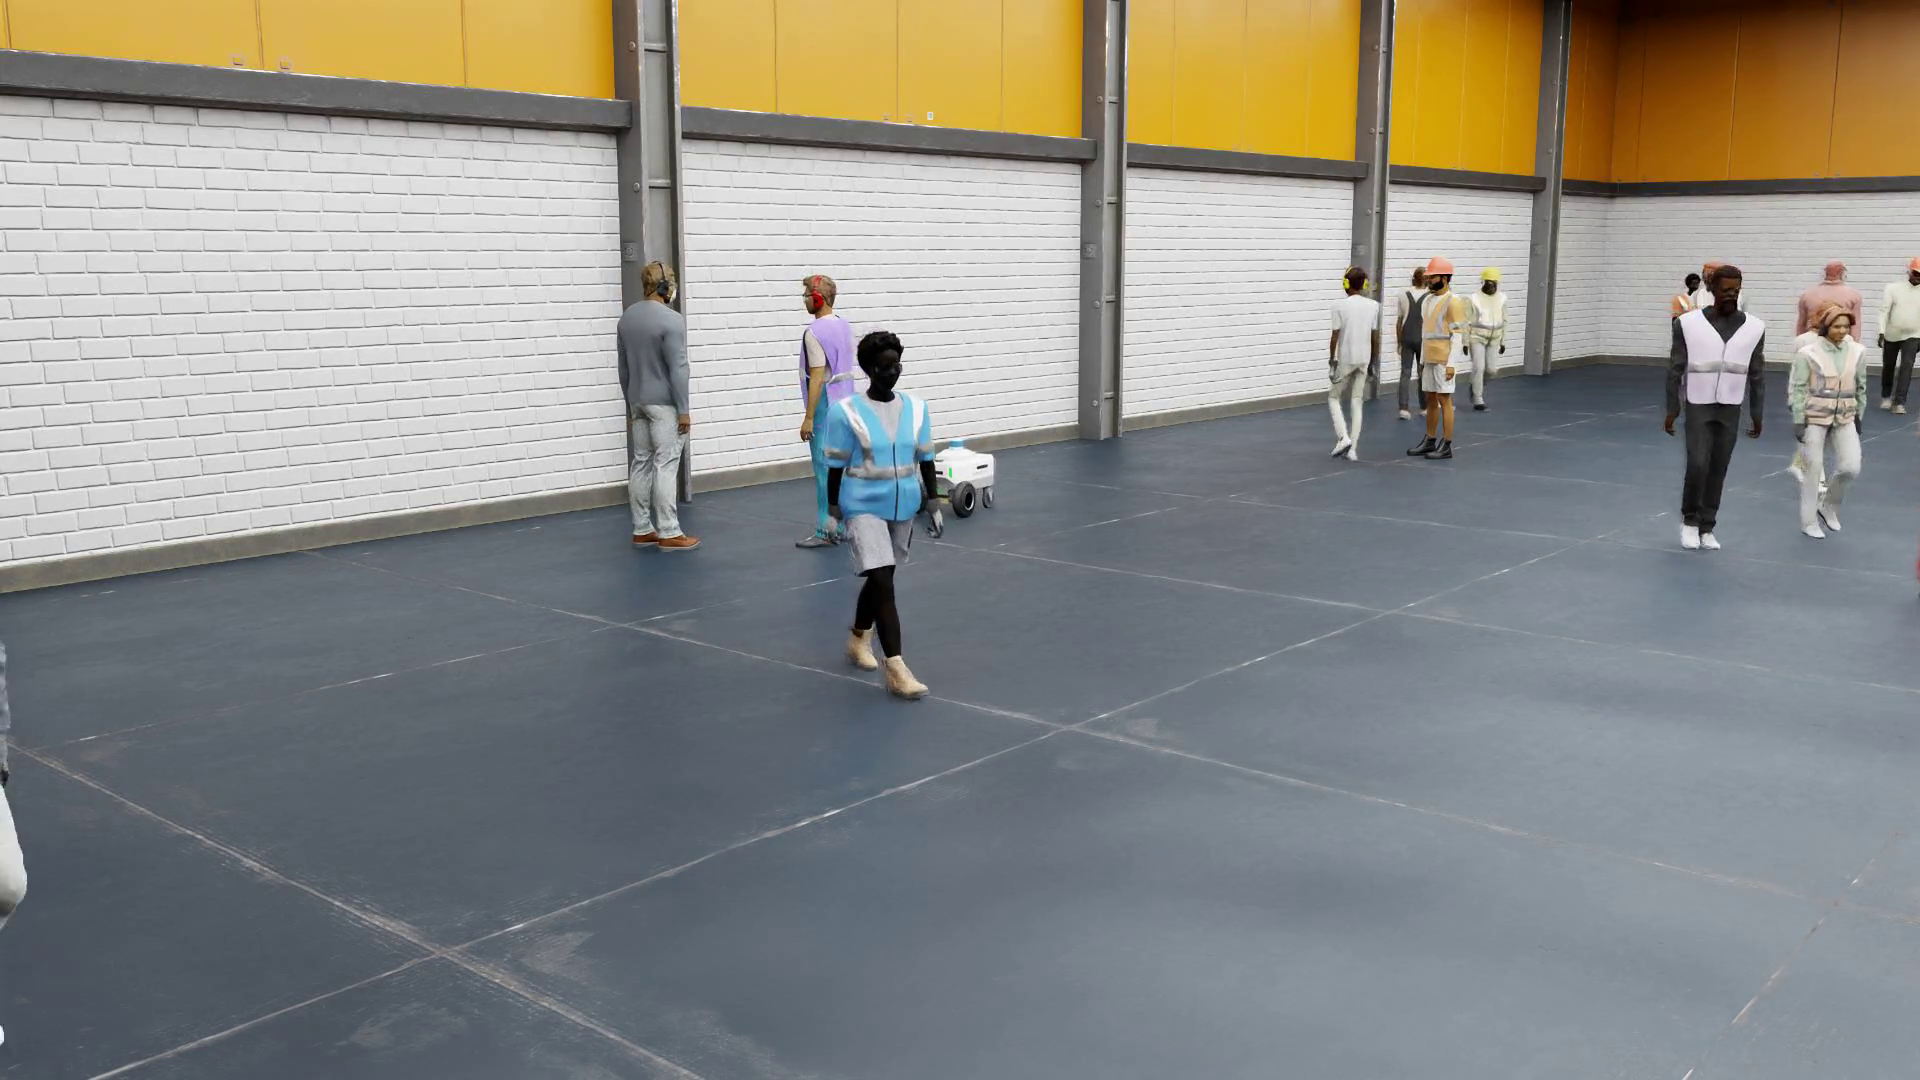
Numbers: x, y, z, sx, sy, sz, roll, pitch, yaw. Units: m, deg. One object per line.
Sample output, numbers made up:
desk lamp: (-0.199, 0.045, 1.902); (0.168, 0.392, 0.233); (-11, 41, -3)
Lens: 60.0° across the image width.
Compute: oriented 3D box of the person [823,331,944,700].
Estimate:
person: (-0.359, -0.142, 7.696); (0.545, 1.651, 0.866); (-6, 12, -32)

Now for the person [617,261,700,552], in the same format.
person: (-2.030, -0.890, 11.144); (0.635, 1.936, 0.354); (9, 13, 41)

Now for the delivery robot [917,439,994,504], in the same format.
delivery robot: (-0.031, -0.531, 12.764); (0.477, 0.478, 0.707); (6, 12, 29)

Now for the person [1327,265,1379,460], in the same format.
person: (3.754, -1.689, 15.918); (0.521, 1.856, 0.379); (-1, 10, -8)

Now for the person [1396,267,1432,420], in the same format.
person: (5.419, -2.333, 19.771); (0.533, 1.797, 0.966); (6, 11, 29)

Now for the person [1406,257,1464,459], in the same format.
person: (4.586, -1.744, 15.999); (0.370, 1.939, 0.543); (-3, 10, -16)

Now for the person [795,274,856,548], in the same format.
person: (-0.901, -0.866, 11.261); (0.389, 1.847, 0.567); (3, 10, 17)

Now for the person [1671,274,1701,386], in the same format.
person: (10.603, -3.014, 24.071); (0.538, 1.639, 0.899); (-1, 10, -5)

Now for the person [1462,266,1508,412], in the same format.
person: (6.491, -2.500, 20.668); (0.612, 1.810, 0.557); (-2, 10, -11)

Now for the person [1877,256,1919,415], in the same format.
person: (11.675, -2.543, 20.572); (0.626, 1.937, 1.041); (5, 11, 25)

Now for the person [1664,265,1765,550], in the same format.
person: (5.061, -0.871, 11.114); (0.619, 1.904, 0.538); (1, 10, 3)

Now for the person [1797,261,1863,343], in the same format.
person: (9.593, -2.124, 18.350); (0.670, 1.865, 0.916); (8, 13, 38)

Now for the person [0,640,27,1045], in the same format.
person: (-2.444, 0.543, 3.886); (0.347, 1.625, 0.500); (7, 12, 34)

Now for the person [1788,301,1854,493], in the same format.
person: (7.267, -1.233, 14.083); (0.514, 1.593, 0.856); (0, 10, 0)

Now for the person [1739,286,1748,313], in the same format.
person: (11.637, -3.186, 25.099); (0.555, 1.631, 0.334); (-1, 10, -8)

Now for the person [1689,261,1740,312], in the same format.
person: (8.459, -2.176, 18.634); (0.527, 1.876, 0.616); (-9, 13, -40)

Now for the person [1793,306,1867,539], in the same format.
person: (6.041, -0.811, 11.577); (0.537, 1.624, 0.362); (0, 10, 0)

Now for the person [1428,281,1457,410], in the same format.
person: (5.962, -2.457, 20.660); (0.573, 1.718, 0.504); (-8, 13, -40)
